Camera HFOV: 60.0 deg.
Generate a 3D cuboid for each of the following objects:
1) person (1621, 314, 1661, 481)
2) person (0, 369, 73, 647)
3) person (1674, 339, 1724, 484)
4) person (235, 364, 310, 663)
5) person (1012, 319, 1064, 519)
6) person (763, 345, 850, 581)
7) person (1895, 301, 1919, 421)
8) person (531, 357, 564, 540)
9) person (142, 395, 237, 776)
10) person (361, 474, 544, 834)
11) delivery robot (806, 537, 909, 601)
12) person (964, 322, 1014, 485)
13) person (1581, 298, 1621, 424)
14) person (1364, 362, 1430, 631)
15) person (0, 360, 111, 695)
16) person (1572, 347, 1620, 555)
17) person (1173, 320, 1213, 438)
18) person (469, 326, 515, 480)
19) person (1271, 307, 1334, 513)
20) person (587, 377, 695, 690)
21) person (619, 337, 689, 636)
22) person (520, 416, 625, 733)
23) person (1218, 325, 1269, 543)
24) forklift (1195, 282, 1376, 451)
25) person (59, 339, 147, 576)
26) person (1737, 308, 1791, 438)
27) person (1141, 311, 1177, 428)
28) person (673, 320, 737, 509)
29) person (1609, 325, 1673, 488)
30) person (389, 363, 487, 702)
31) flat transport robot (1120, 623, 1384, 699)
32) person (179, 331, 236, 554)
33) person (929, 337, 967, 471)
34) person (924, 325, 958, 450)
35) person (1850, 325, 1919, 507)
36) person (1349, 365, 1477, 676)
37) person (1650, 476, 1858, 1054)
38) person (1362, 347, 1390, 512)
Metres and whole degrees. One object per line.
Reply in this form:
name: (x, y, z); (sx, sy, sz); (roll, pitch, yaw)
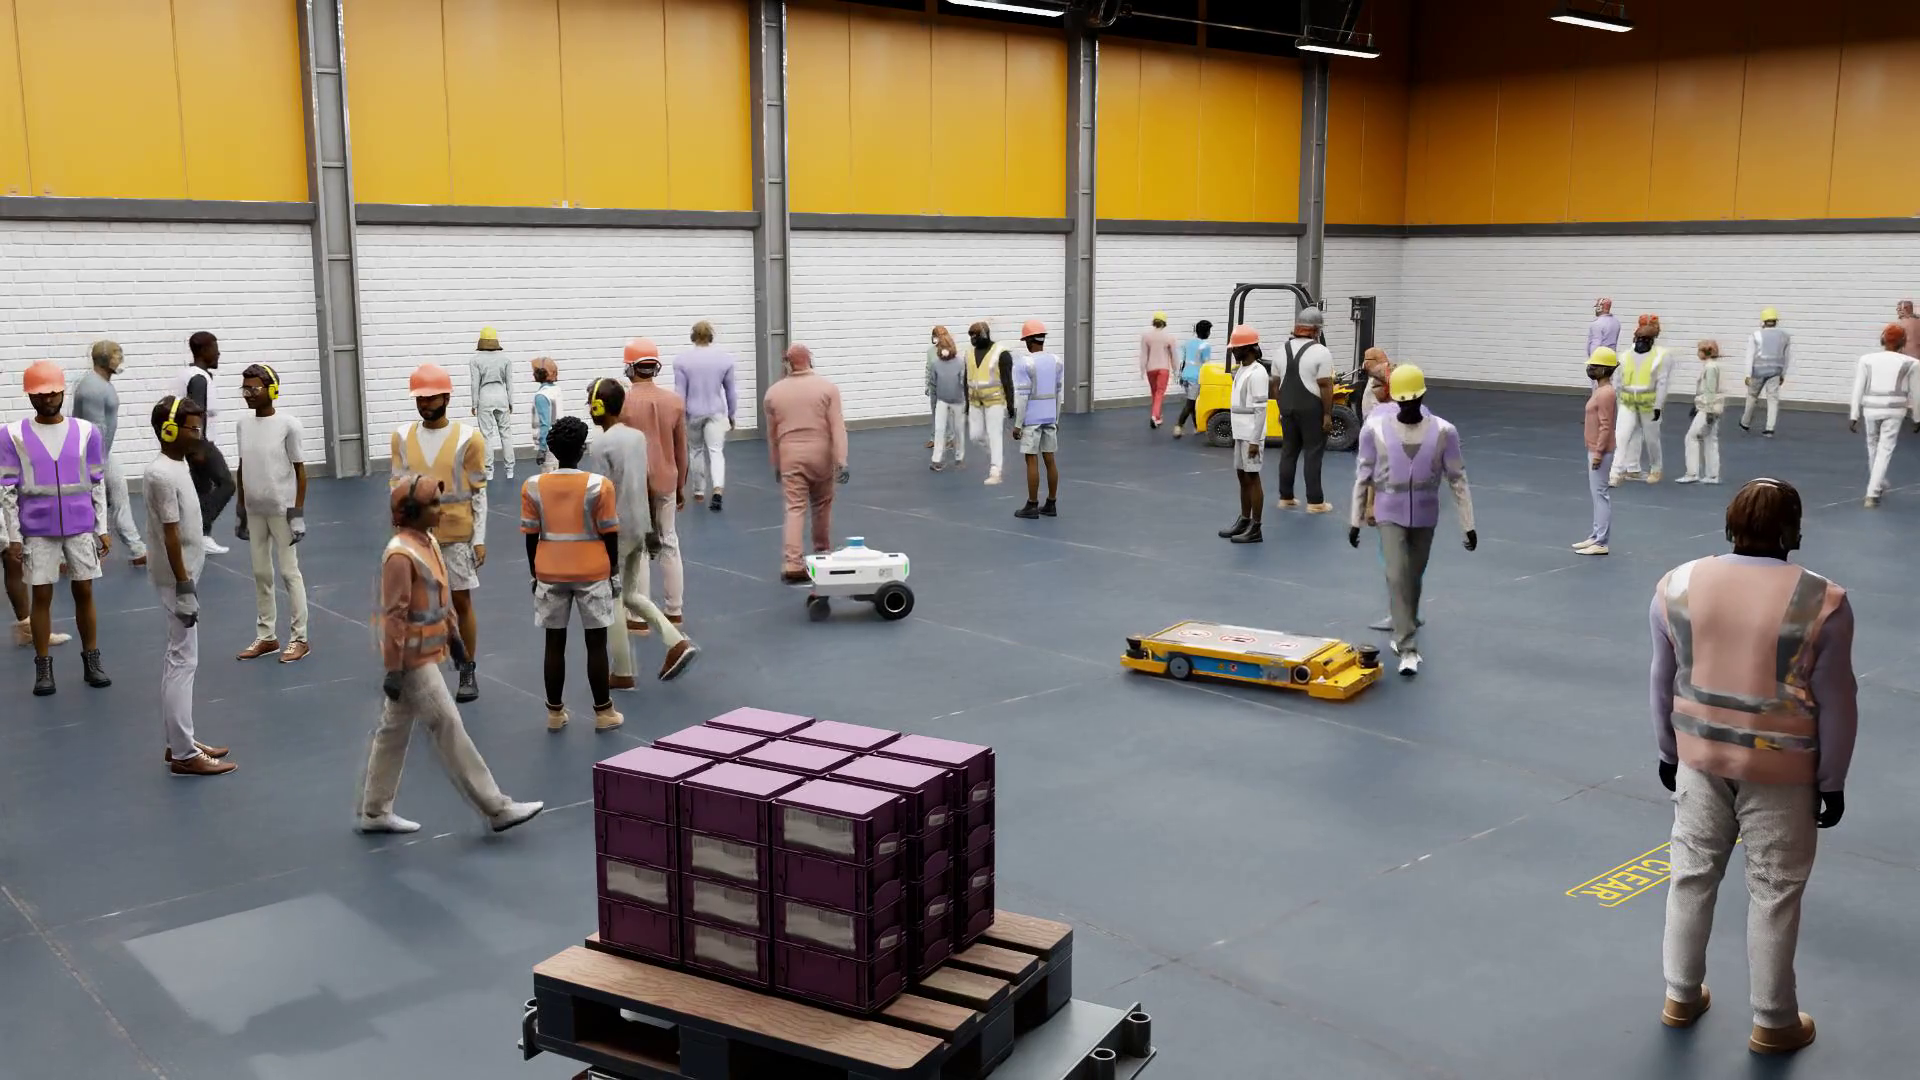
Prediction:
person: (7.728, -1.616, 18.864); (0.358, 1.882, 0.574); (3, 10, 14)
person: (-6.315, -0.245, 10.514); (0.996, 2.009, 0.620); (-3, 10, -19)
person: (8.224, -1.423, 18.507); (0.549, 1.623, 0.523); (5, 11, 27)
person: (-4.325, -0.165, 10.408); (0.513, 1.872, 0.328); (3, 10, 16)
person: (0.735, -1.168, 16.099); (0.543, 1.931, 0.371); (-7, 12, -36)
person: (-1.205, -0.617, 13.180); (0.697, 1.839, 0.983); (1, 10, 5)
person: (14.586, -2.744, 25.572); (0.659, 1.855, 0.943); (-6, 11, -31)
person: (-3.667, -0.816, 14.883); (0.315, 1.641, 0.514); (0, 10, 3)
person: (-3.805, 0.222, 8.160); (0.328, 1.865, 0.521); (-5, 11, -27)
person: (-2.256, 0.510, 7.223); (0.835, 1.592, 0.544); (-1, 10, -7)
delivery robot: (-0.725, 0.221, 11.714); (0.707, 0.478, 0.477); (-2, 10, -10)
person: (0.356, -1.538, 18.672); (0.711, 1.812, 0.549); (7, 12, 35)
person: (9.671, -2.699, 25.135); (0.636, 1.909, 0.404); (-8, 13, -39)
person: (2.993, -0.288, 11.278); (0.664, 1.827, 0.423); (-7, 12, -34)
person: (-5.245, -0.075, 9.678); (0.548, 1.937, 0.358); (-7, 12, -36)
person: (5.429, -0.757, 14.163); (0.298, 1.772, 0.533); (3, 10, 17)
person: (3.244, -2.245, 23.206); (0.737, 1.651, 0.589); (-5, 11, -28)
person: (-5.331, -1.560, 18.941); (0.490, 1.743, 0.324); (-6, 11, -31)
person: (3.470, -1.303, 16.571); (0.536, 2.000, 0.688); (-8, 13, -39)
person: (-1.895, -0.020, 9.657); (0.555, 1.839, 0.571); (4, 10, 21)
person: (-2.112, -0.359, 11.175); (0.625, 1.992, 0.388); (-9, 13, -42)
person: (-2.049, 0.191, 8.826); (0.532, 1.697, 0.320); (1, 10, 5)
person: (2.523, -0.934, 14.729); (0.375, 1.931, 0.542); (-1, 10, -8)
forklift: (4.328, -2.346, 22.227); (2.313, 2.155, 1.214); (3, 10, 16)
person: (-6.866, -0.647, 13.267); (0.877, 1.881, 0.653); (-3, 10, -18)
person: (11.361, -2.369, 23.522); (0.624, 1.786, 0.923); (1, 10, 5)
person: (2.928, -2.522, 24.636); (0.525, 1.731, 0.866); (4, 10, 20)
person: (-2.557, -1.265, 16.775); (0.643, 1.904, 0.959); (-3, 10, -16)
person: (7.537, -1.481, 18.377); (0.608, 1.795, 0.932); (8, 13, 39)
person: (-2.958, -0.035, 9.441); (0.542, 1.939, 0.363); (0, 10, -1)
flat transport robot: (1.751, 0.700, 10.017); (1.431, 0.197, 0.652); (6, 12, 33)
person: (-6.389, -0.806, 14.050); (0.461, 1.901, 0.625); (-5, 11, -27)
person: (-0.131, -1.591, 19.579); (0.512, 1.585, 0.865); (2, 10, 12)
person: (-0.246, -2.002, 21.851); (0.507, 1.632, 0.267); (7, 12, 34)
person: (9.484, -1.273, 16.985); (0.606, 1.828, 0.989); (9, 13, 42)
person: (2.763, -0.119, 10.103); (0.712, 1.870, 0.911); (1, 10, 4)
person: (2.532, 0.714, 5.338); (0.429, 1.846, 0.627); (-9, 13, -44)
person: (4.104, -1.095, 16.542); (0.285, 1.633, 0.497); (3, 10, 15)
